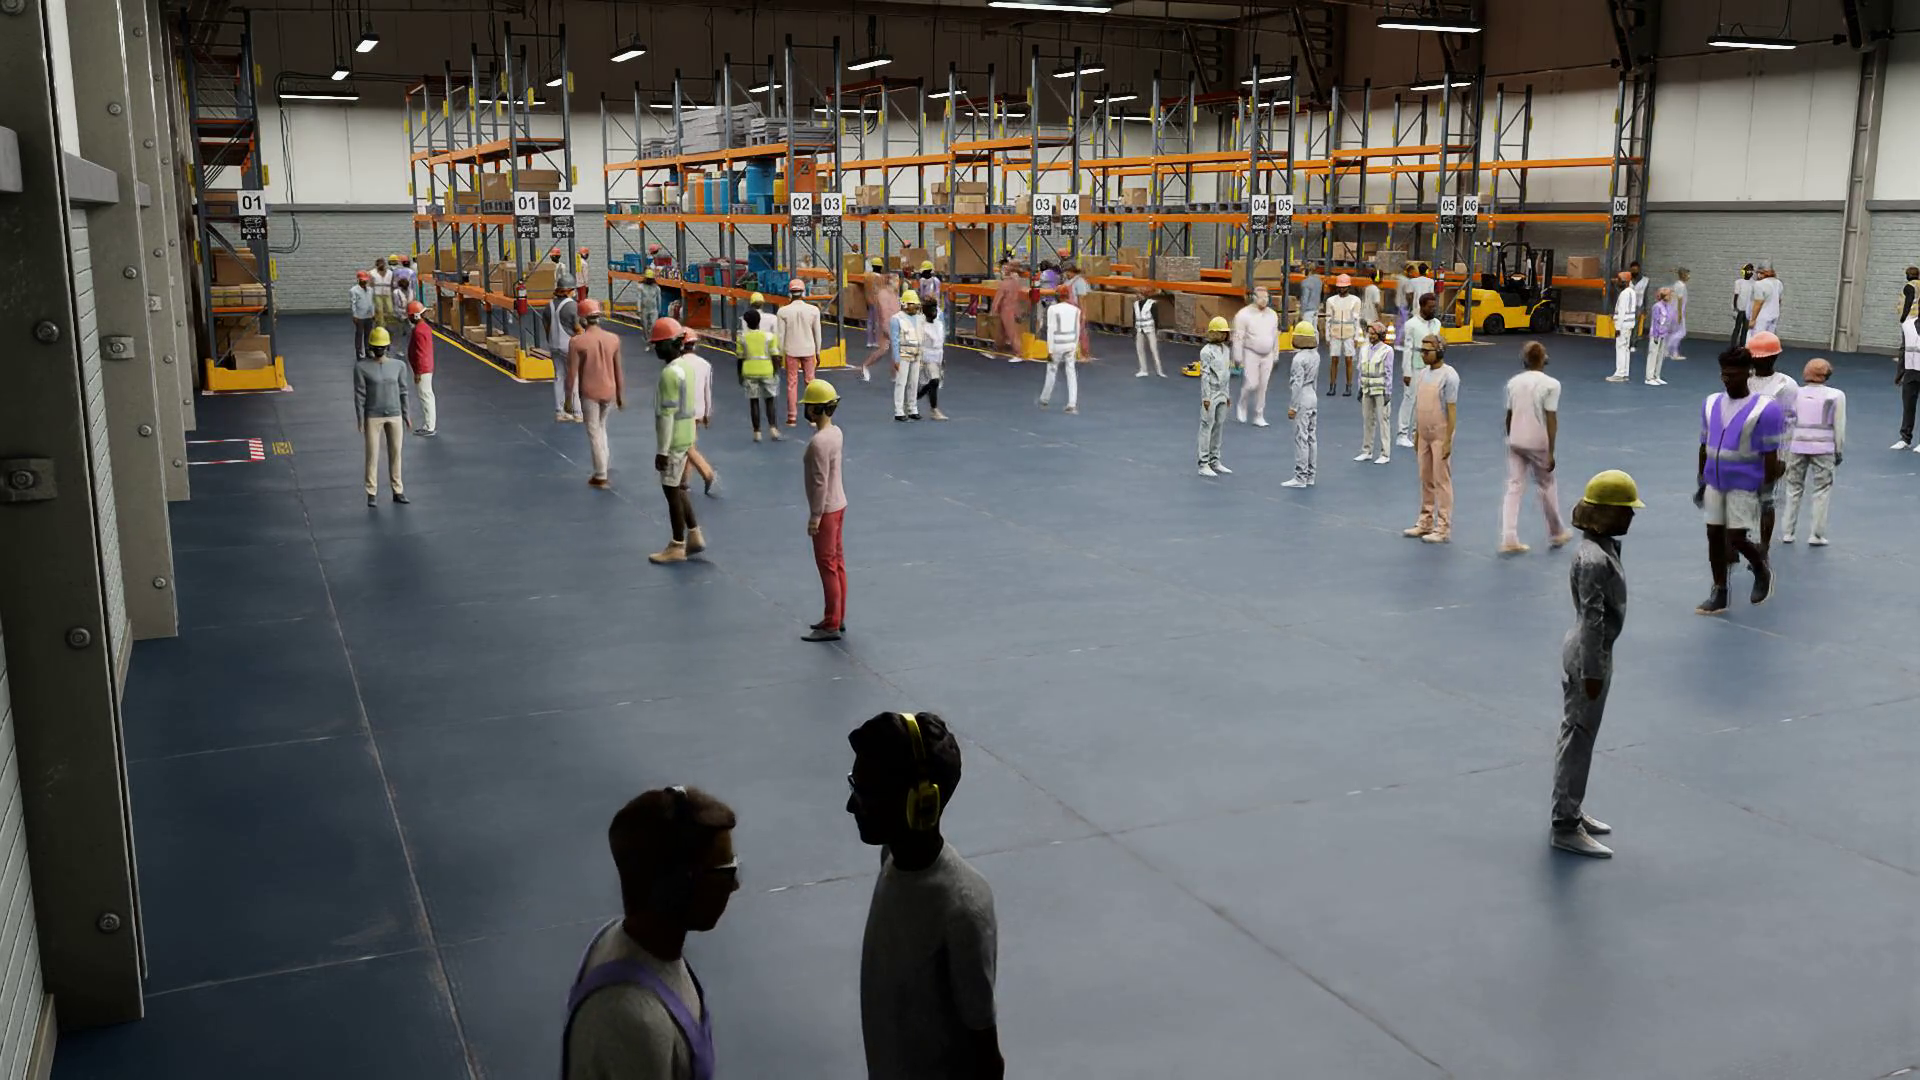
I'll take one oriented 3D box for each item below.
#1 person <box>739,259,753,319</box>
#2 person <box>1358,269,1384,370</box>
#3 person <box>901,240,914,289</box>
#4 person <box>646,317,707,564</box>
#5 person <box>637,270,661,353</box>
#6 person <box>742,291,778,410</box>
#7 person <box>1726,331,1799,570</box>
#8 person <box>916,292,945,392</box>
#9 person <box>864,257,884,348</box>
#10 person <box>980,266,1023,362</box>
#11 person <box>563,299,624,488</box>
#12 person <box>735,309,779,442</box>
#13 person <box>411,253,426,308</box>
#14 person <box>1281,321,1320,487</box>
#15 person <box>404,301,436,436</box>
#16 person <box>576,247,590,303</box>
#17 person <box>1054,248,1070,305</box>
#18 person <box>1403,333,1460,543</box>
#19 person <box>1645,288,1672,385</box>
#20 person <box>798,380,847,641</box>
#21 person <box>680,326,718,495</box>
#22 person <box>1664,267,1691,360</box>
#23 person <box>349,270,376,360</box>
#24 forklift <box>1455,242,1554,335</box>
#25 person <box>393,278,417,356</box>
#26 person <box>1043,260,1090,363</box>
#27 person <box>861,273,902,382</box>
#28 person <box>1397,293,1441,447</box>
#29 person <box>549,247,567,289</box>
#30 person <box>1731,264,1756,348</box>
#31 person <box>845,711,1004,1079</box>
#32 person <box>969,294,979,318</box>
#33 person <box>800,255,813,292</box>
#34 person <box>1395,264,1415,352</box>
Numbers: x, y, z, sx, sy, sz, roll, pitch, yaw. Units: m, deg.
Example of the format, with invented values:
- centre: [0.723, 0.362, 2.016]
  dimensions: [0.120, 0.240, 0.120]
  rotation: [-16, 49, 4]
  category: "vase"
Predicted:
- centre: [-5.767, -6.786, 45.078]
  dimensions: [0.356, 1.625, 0.525]
  rotation: [-9, 14, -37]
  category: "person"
- centre: [7.639, -4.045, 30.580]
  dimensions: [0.642, 1.846, 0.549]
  rotation: [-1, 11, -5]
  category: "person"
- centre: [-1.644, -8.309, 51.784]
  dimensions: [0.405, 2.032, 0.608]
  rotation: [5, 12, 26]
  category: "person"
- centre: [-2.371, -0.803, 13.646]
  dimensions: [0.396, 2.035, 0.610]
  rotation: [1, 11, 5]
  category: "person"
- centre: [-6.443, -4.740, 34.520]
  dimensions: [0.492, 1.690, 0.929]
  rotation: [-2, 11, -9]
  category: "person"
- centre: [-2.895, -2.729, 24.139]
  dimensions: [0.526, 1.745, 0.664]
  rotation: [-2, 11, -11]
  category: "person"
- centre: [6.443, -0.722, 13.473]
  dimensions: [0.366, 1.935, 0.543]
  rotation: [-9, 14, -37]
  category: "person"
- centre: [-0.465, -3.229, 27.039]
  dimensions: [0.522, 1.610, 0.763]
  rotation: [3, 12, 17]
  category: "person"
- centre: [-1.801, -5.087, 35.672]
  dimensions: [0.386, 1.926, 0.591]
  rotation: [-10, 15, -40]
  category: "person"
- centre: [0.814, -4.372, 32.237]
  dimensions: [1.000, 1.848, 0.662]
  rotation: [4, 12, 21]
  category: "person"
- centre: [-3.910, -1.541, 17.509]
  dimensions: [0.633, 1.972, 0.631]
  rotation: [10, 15, 41]
  category: "person"
- centre: [-2.567, -2.074, 20.999]
  dimensions: [0.550, 1.662, 0.456]
  rotation: [-1, 11, -6]
  category: "person"
- centre: [-15.472, -7.313, 47.400]
  dimensions: [0.313, 1.767, 0.533]
  rotation: [3, 12, 16]
  category: "person"
- centre: [3.606, -1.428, 17.547]
  dimensions: [0.294, 1.744, 0.486]
  rotation: [8, 14, 35]
  category: "person"
- centre: [-7.010, -2.230, 21.604]
  dimensions: [0.334, 1.748, 0.561]
  rotation: [-2, 11, -10]
  category: "person"
- centre: [-9.871, -6.686, 43.669]
  dimensions: [0.413, 1.987, 0.608]
  rotation: [-7, 13, -33]
  category: "person"
- centre: [2.449, -5.903, 39.525]
  dimensions: [0.377, 2.044, 0.608]
  rotation: [5, 12, 24]
  category: "person"
- centre: [4.164, -0.897, 14.619]
  dimensions: [0.340, 1.838, 0.509]
  rotation: [-4, 12, -21]
  category: "person"
- centre: [11.764, -3.422, 27.980]
  dimensions: [0.313, 1.633, 0.518]
  rotation: [10, 15, 42]
  category: "person"
- centre: [-0.930, -0.200, 11.250]
  dimensions: [0.312, 1.768, 0.530]
  rotation: [1, 11, 7]
  category: "person"
- centre: [-2.762, -1.323, 17.051]
  dimensions: [0.703, 1.727, 0.571]
  rotation: [7, 13, 31]
  category: "person"
- centre: [14.012, -4.411, 32.535]
  dimensions: [0.478, 1.819, 0.538]
  rotation: [2, 11, 9]
  category: "person"
- centre: [-11.769, -4.448, 32.874]
  dimensions: [0.338, 1.747, 0.573]
  rotation: [6, 12, 26]
  category: "person"
- centre: [13.047, -6.049, 39.881]
  dimensions: [2.313, 2.155, 1.214]
  rotation: [-5, 12, -23]
  category: "forklift"
- centre: [-11.120, -4.468, 33.399]
  dimensions: [0.512, 1.589, 0.863]
  rotation: [-9, 14, -38]
  category: "person"
- centre: [2.070, -4.390, 31.842]
  dimensions: [1.006, 2.000, 0.743]
  rotation: [-6, 13, -28]
  category: "person"
- centre: [-1.259, -3.610, 28.310]
  dimensions: [0.819, 1.875, 0.649]
  rotation: [6, 13, 29]
  category: "person"
- centre: [5.681, -2.102, 20.586]
  dimensions: [0.608, 1.905, 0.410]
  rotation: [-8, 14, -36]
  category: "person"
- centre: [-9.704, -6.001, 40.010]
  dimensions: [0.607, 2.048, 0.368]
  rotation: [9, 14, 38]
  category: "person"
- centre: [15.711, -4.591, 33.299]
  dimensions: [0.531, 1.870, 0.318]
  rotation: [-4, 12, -19]
  category: "person"
- centre: [-0.082, 1.262, 3.557]
  dimensions: [0.310, 1.868, 0.533]
  rotation: [-5, 12, -23]
  category: "person"
- centre: [0.418, -6.898, 45.623]
  dimensions: [0.265, 1.632, 0.507]
  rotation: [-6, 13, -27]
  category: "person"
- centre: [-4.725, -7.990, 51.234]
  dimensions: [0.510, 1.602, 0.828]
  rotation: [-5, 12, -24]
  category: "person"
- centre: [9.301, -4.872, 34.852]
  dimensions: [0.334, 1.832, 0.661]
  rotation: [0, 11, 0]
  category: "person"
